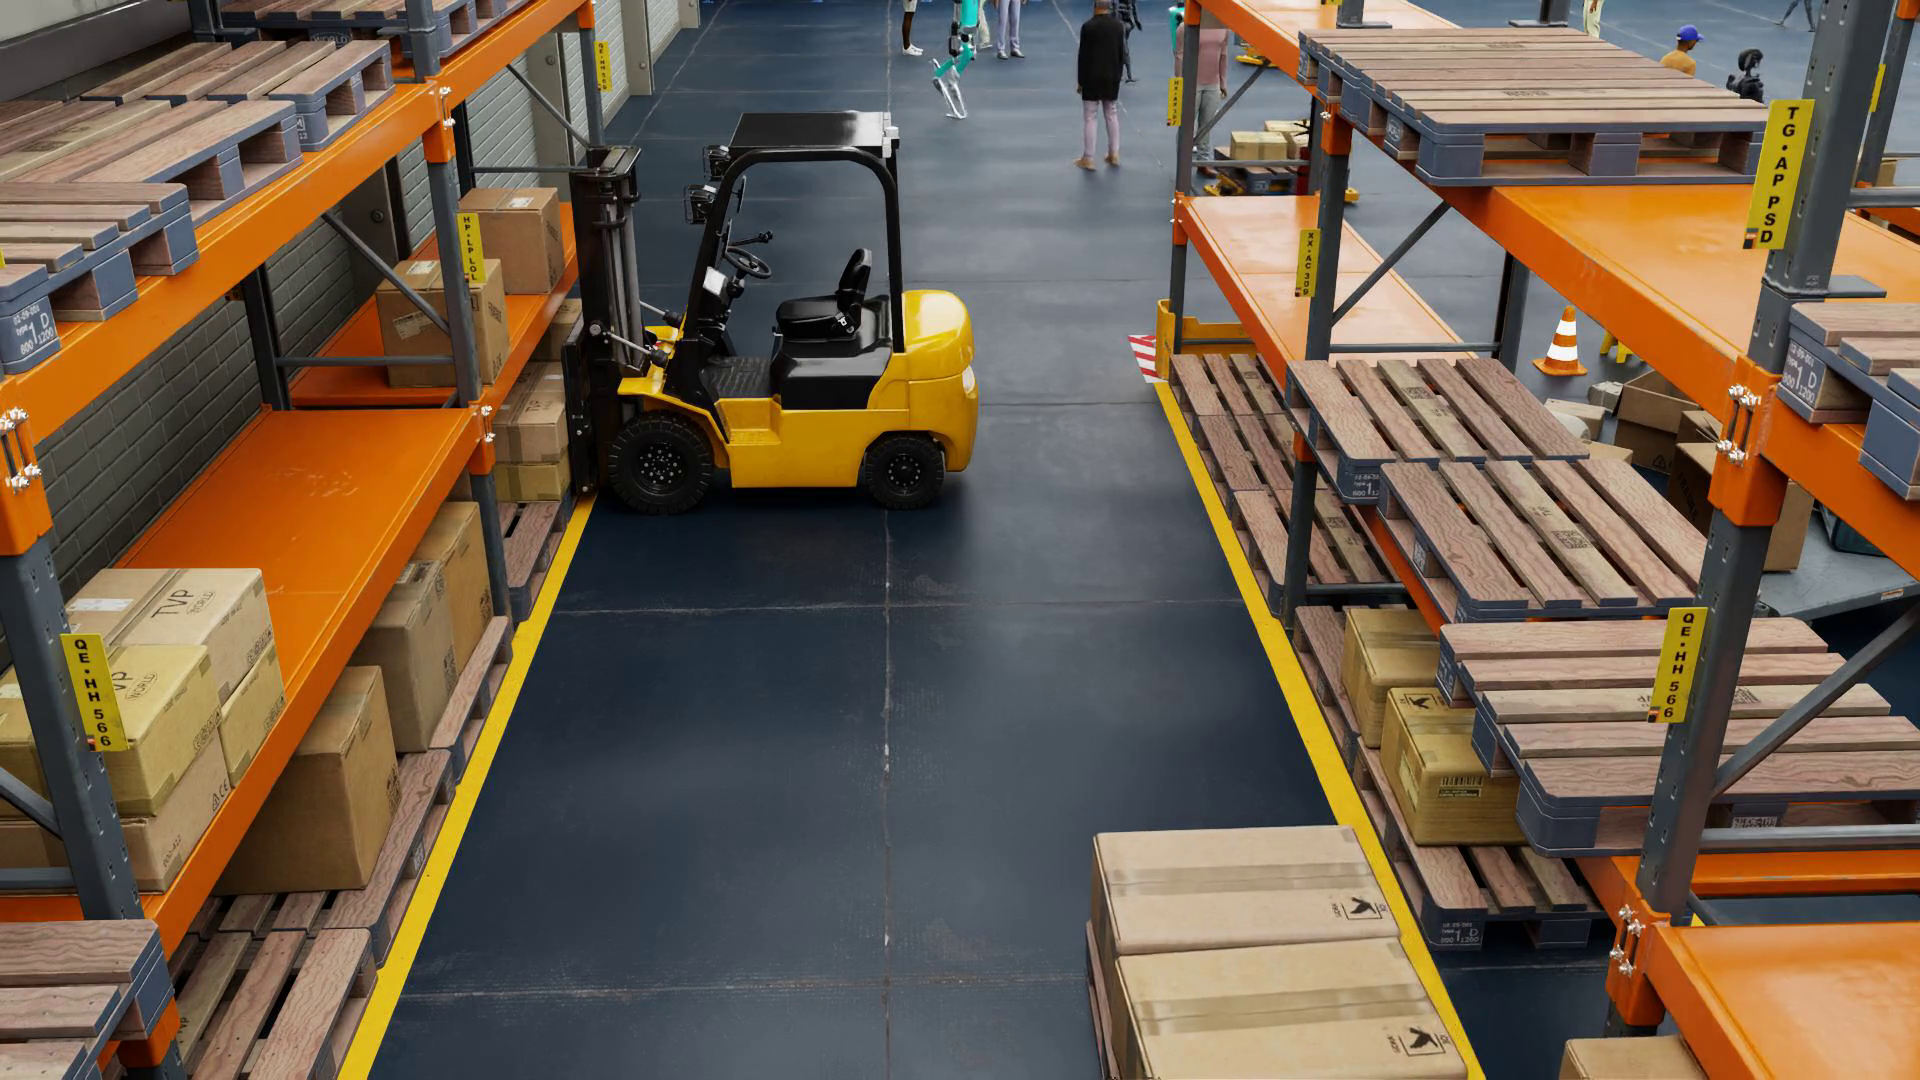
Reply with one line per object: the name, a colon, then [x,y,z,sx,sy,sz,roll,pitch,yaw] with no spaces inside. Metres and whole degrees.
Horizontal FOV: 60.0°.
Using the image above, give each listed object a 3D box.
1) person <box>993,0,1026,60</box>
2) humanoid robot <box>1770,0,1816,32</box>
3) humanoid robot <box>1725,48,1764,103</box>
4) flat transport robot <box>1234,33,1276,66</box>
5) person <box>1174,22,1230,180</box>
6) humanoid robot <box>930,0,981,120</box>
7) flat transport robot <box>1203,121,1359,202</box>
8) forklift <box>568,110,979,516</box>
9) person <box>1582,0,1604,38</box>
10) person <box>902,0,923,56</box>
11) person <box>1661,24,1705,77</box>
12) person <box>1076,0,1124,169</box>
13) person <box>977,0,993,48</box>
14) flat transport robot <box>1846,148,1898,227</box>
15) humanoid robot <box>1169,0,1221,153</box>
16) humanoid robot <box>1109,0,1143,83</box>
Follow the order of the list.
person: [0.704,-8.030,24.484,0.565,1.833,0.396,-16,30,-31]
humanoid robot: [13.667,-9.082,26.930,0.755,1.631,0.603,13,28,25]
humanoid robot: [7.415,-3.859,15.873,0.724,1.635,0.593,-7,26,-14]
flat transport robot: [4.804,-7.136,24.416,1.431,0.231,0.659,-16,30,-30]
person: [2.533,-4.765,17.449,0.626,1.934,0.373,-10,27,-20]
humanoid robot: [-0.093,-6.012,20.341,0.677,1.821,0.534,15,29,29]
flat transport robot: [3.246,-3.567,16.857,1.431,0.231,0.659,-4,26,-9]
forklift: [-1.043,-1.379,9.976,2.313,2.155,1.214,-1,25,-2]
person: [9.006,-7.656,23.620,0.401,1.893,0.523,3,25,6]
person: [-0.743,-8.216,24.793,0.356,1.898,0.556,1,25,3]
person: [7.148,-4.279,16.668,0.369,1.717,0.453,-11,28,-23]
person: [1.528,-4.962,17.982,0.540,1.839,0.414,-10,27,-20]
person: [0.202,-8.304,25.205,0.804,1.693,0.574,-23,33,-39]
flat transport robot: [6.669,-1.981,13.499,1.431,0.231,0.659,4,26,9]
humanoid robot: [2.673,-5.251,18.658,0.718,1.743,0.531,0,25,-1]
humanoid robot: [2.294,-7.083,22.670,0.652,1.641,0.597,19,31,34]
